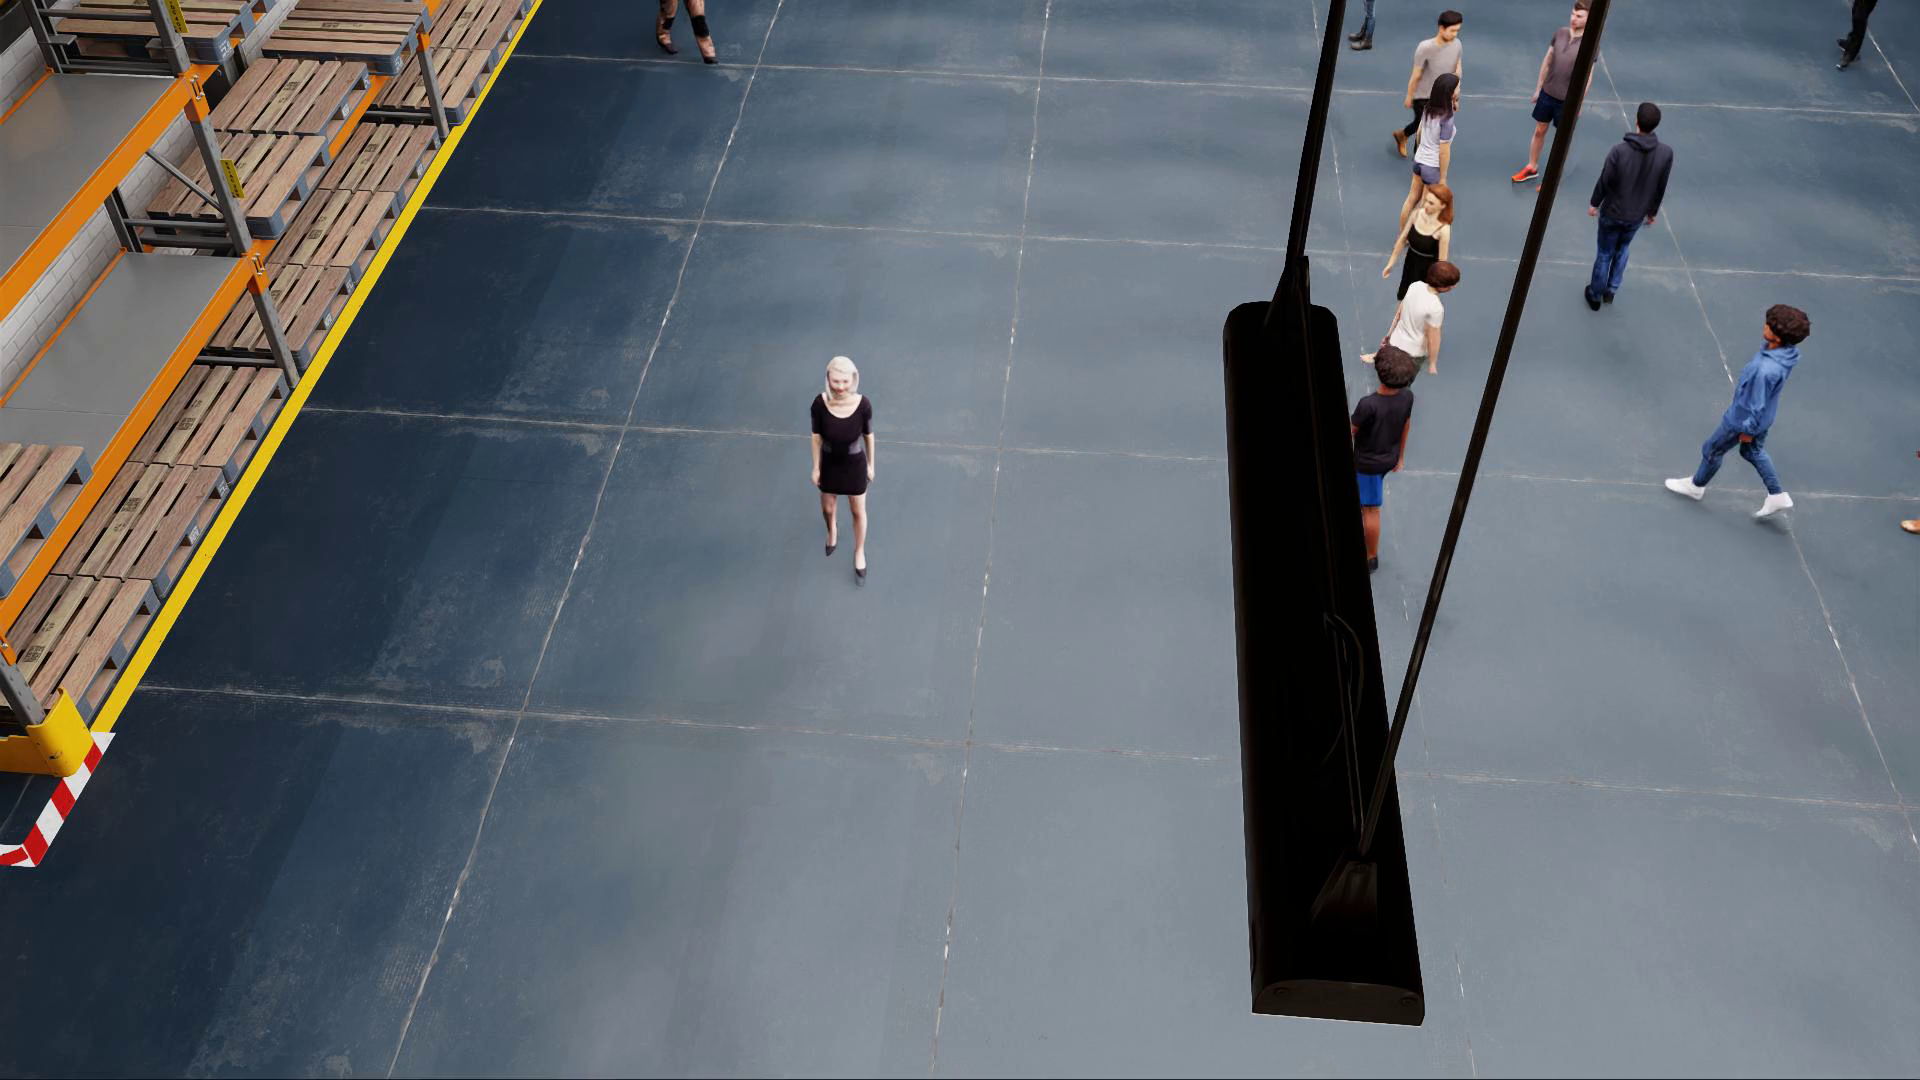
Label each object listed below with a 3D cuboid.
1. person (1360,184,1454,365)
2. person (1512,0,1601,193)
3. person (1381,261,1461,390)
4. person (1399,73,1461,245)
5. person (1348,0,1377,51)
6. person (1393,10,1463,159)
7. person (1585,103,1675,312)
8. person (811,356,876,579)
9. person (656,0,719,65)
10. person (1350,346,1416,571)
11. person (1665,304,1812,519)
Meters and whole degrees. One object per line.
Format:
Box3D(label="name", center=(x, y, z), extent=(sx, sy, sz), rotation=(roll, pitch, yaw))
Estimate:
Box3D(label="person", center=(3.798, -2.188, 13.493), extent=(1.034, 1.574, 1.118), rotation=(-20, 47, -20))
Box3D(label="person", center=(5.527, -4.085, 15.284), extent=(0.772, 1.851, 0.717), rotation=(-31, 52, -28))
Box3D(label="person", center=(3.367, -1.440, 12.678), extent=(0.806, 1.615, 0.726), rotation=(-20, 47, -20))
Box3D(label="person", center=(4.105, -3.271, 14.514), extent=(0.713, 1.734, 0.578), rotation=(-13, 45, -13))
Box3D(label="person", center=(4.343, -5.828, 17.499), extent=(0.562, 1.318, 0.430), rotation=(3, 44, 3))
Box3D(label="person", center=(4.354, -4.174, 15.500), extent=(0.885, 1.681, 1.190), rotation=(-11, 45, -12))
Box3D(label="person", center=(5.522, -2.681, 13.788), extent=(0.684, 1.882, 0.619), rotation=(3, 44, 4))
Box3D(label="person", center=(-0.820, -0.538, 11.571), extent=(0.643, 1.837, 0.718), rotation=(-3, 44, -3))
Box3D(label="person", center=(-2.952, -5.807, 17.135), extent=(1.179, 1.791, 1.261), rotation=(-33, 52, -30))
Box3D(label="person", center=(2.940, -0.514, 11.598), extent=(0.942, 1.765, 1.114), rotation=(-20, 47, -19))
Box3D(label="person", center=(5.789, -0.879, 11.971), extent=(1.111, 1.779, 1.151), rotation=(30, 51, 28))
